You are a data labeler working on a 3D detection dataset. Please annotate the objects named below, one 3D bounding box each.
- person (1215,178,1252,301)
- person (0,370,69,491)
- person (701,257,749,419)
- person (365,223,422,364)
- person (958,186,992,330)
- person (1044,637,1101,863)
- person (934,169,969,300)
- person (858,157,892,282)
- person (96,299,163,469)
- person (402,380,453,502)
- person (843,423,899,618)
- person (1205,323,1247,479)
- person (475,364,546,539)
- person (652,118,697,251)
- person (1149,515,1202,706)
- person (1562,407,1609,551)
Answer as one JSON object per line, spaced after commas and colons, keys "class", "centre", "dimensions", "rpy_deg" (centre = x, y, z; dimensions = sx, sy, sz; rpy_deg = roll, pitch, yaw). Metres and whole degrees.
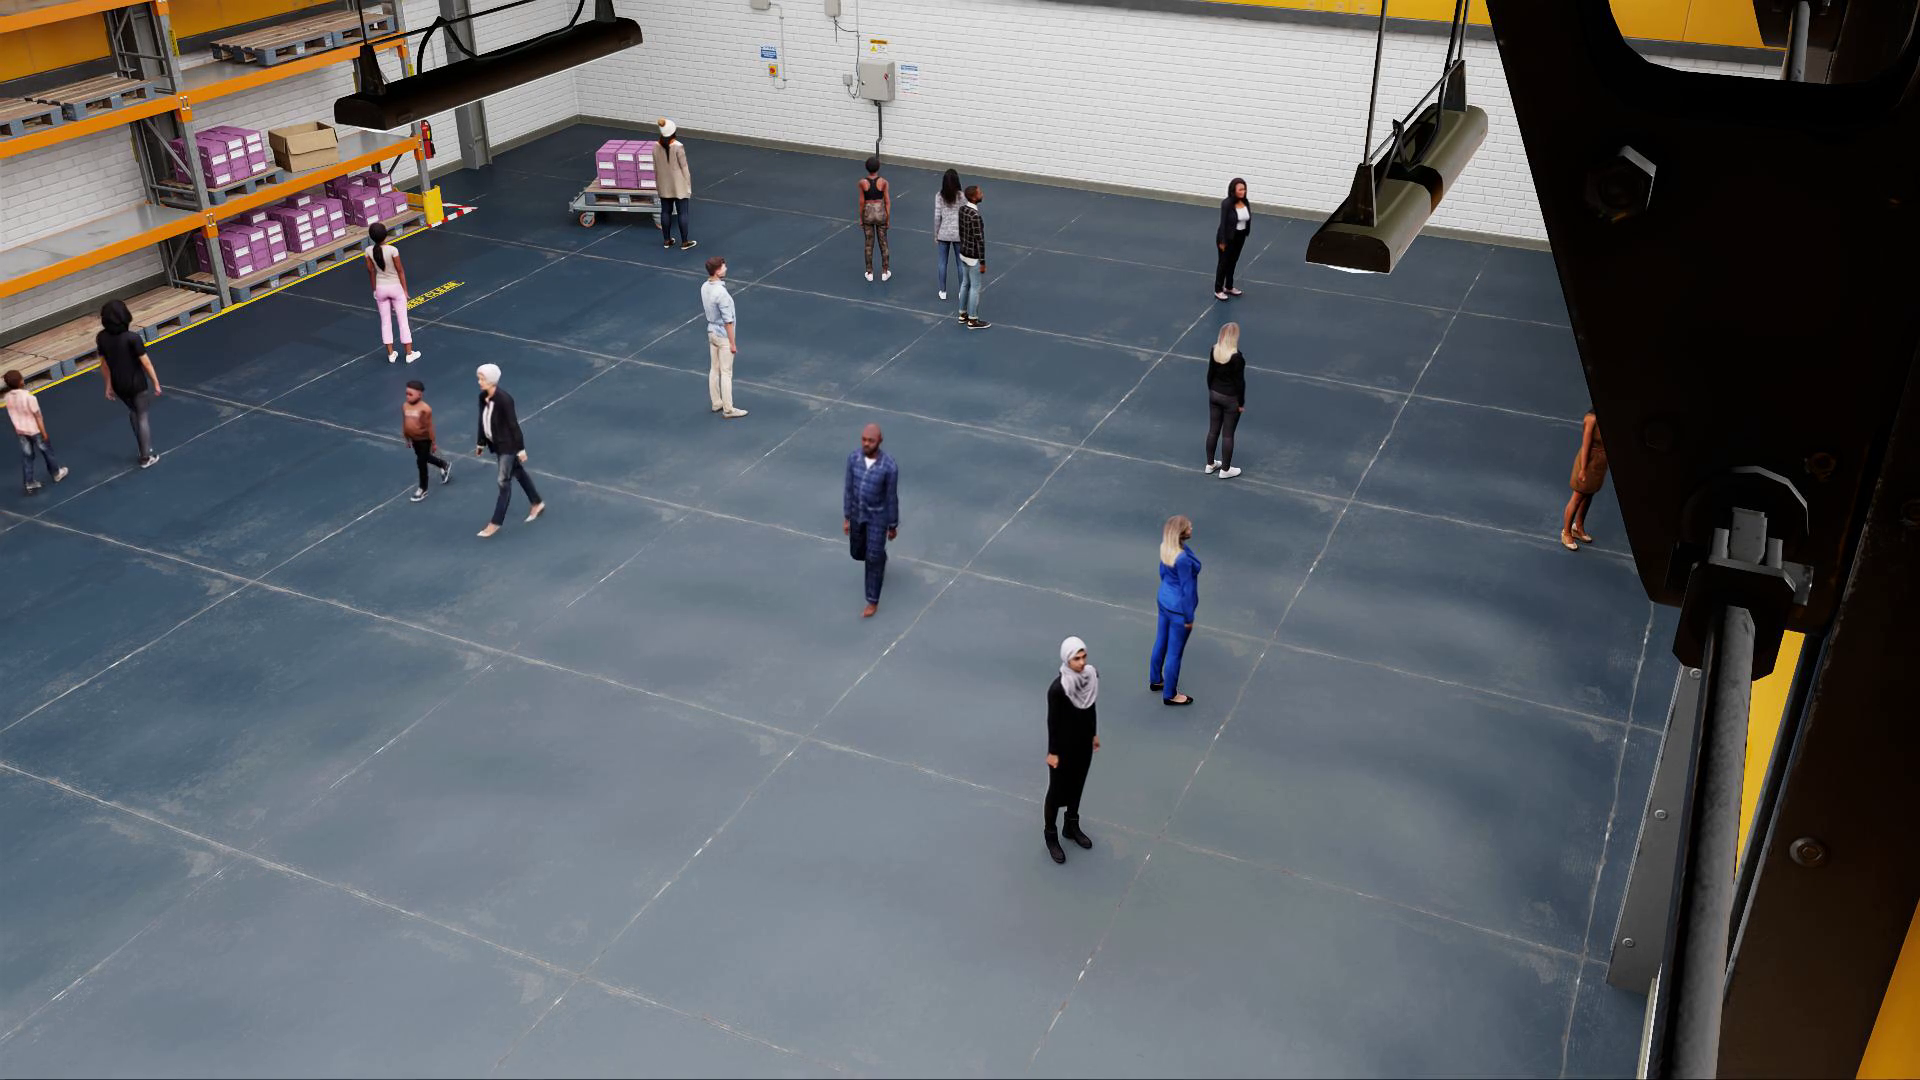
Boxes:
{"class": "person", "centre": [3.584, -3.995, 21.964], "dimensions": [0.694, 1.616, 0.795], "rpy_deg": [-23, 36, -35]}
{"class": "person", "centre": [-9.555, -1.112, 17.009], "dimensions": [0.683, 1.299, 0.860], "rpy_deg": [2, 29, 3]}
{"class": "person", "centre": [-2.675, -2.277, 18.573], "dimensions": [0.725, 1.848, 0.734], "rpy_deg": [-19, 34, -31]}
{"class": "person", "centre": [-6.847, -2.975, 19.964], "dimensions": [0.643, 1.741, 0.636], "rpy_deg": [1, 29, 2]}
{"class": "person", "centre": [0.140, -3.585, 20.998], "dimensions": [0.767, 1.821, 0.743], "rpy_deg": [-14, 32, -25]}
{"class": "person", "centre": [0.783, 1.459, 11.795], "dimensions": [0.623, 1.779, 0.748], "rpy_deg": [-20, 35, -33]}
{"class": "person", "centre": [-0.118, -4.035, 21.916], "dimensions": [0.690, 1.731, 0.660], "rpy_deg": [1, 29, 2]}
{"class": "person", "centre": [-1.160, -4.358, 22.542], "dimensions": [0.655, 1.699, 0.670], "rpy_deg": [-1, 29, -1]}
{"class": "person", "centre": [-8.713, -1.598, 17.357], "dimensions": [0.786, 1.819, 0.799], "rpy_deg": [1, 29, 2]}
{"class": "person", "centre": [-5.458, -1.059, 16.977], "dimensions": [0.533, 1.237, 0.857], "rpy_deg": [13, 31, 23]}
{"class": "person", "centre": [-0.781, -0.243, 14.897], "dimensions": [0.660, 1.797, 0.973], "rpy_deg": [12, 31, 20]}
{"class": "person", "centre": [2.739, -1.451, 17.227], "dimensions": [0.666, 1.686, 0.684], "rpy_deg": [-23, 36, -36]}
{"class": "person", "centre": [-4.336, -0.925, 16.302], "dimensions": [1.154, 1.756, 1.020], "rpy_deg": [-23, 36, -35]}
{"class": "person", "centre": [-4.104, -5.088, 23.683], "dimensions": [0.704, 1.890, 0.682], "rpy_deg": [9, 30, 16]}
{"class": "person", "centre": [1.740, 0.553, 13.537], "dimensions": [0.767, 1.701, 0.705], "rpy_deg": [-10, 30, -17]}
{"class": "person", "centre": [6.031, -0.718, 15.881], "dimensions": [0.585, 1.689, 0.706], "rpy_deg": [-21, 35, -34]}
